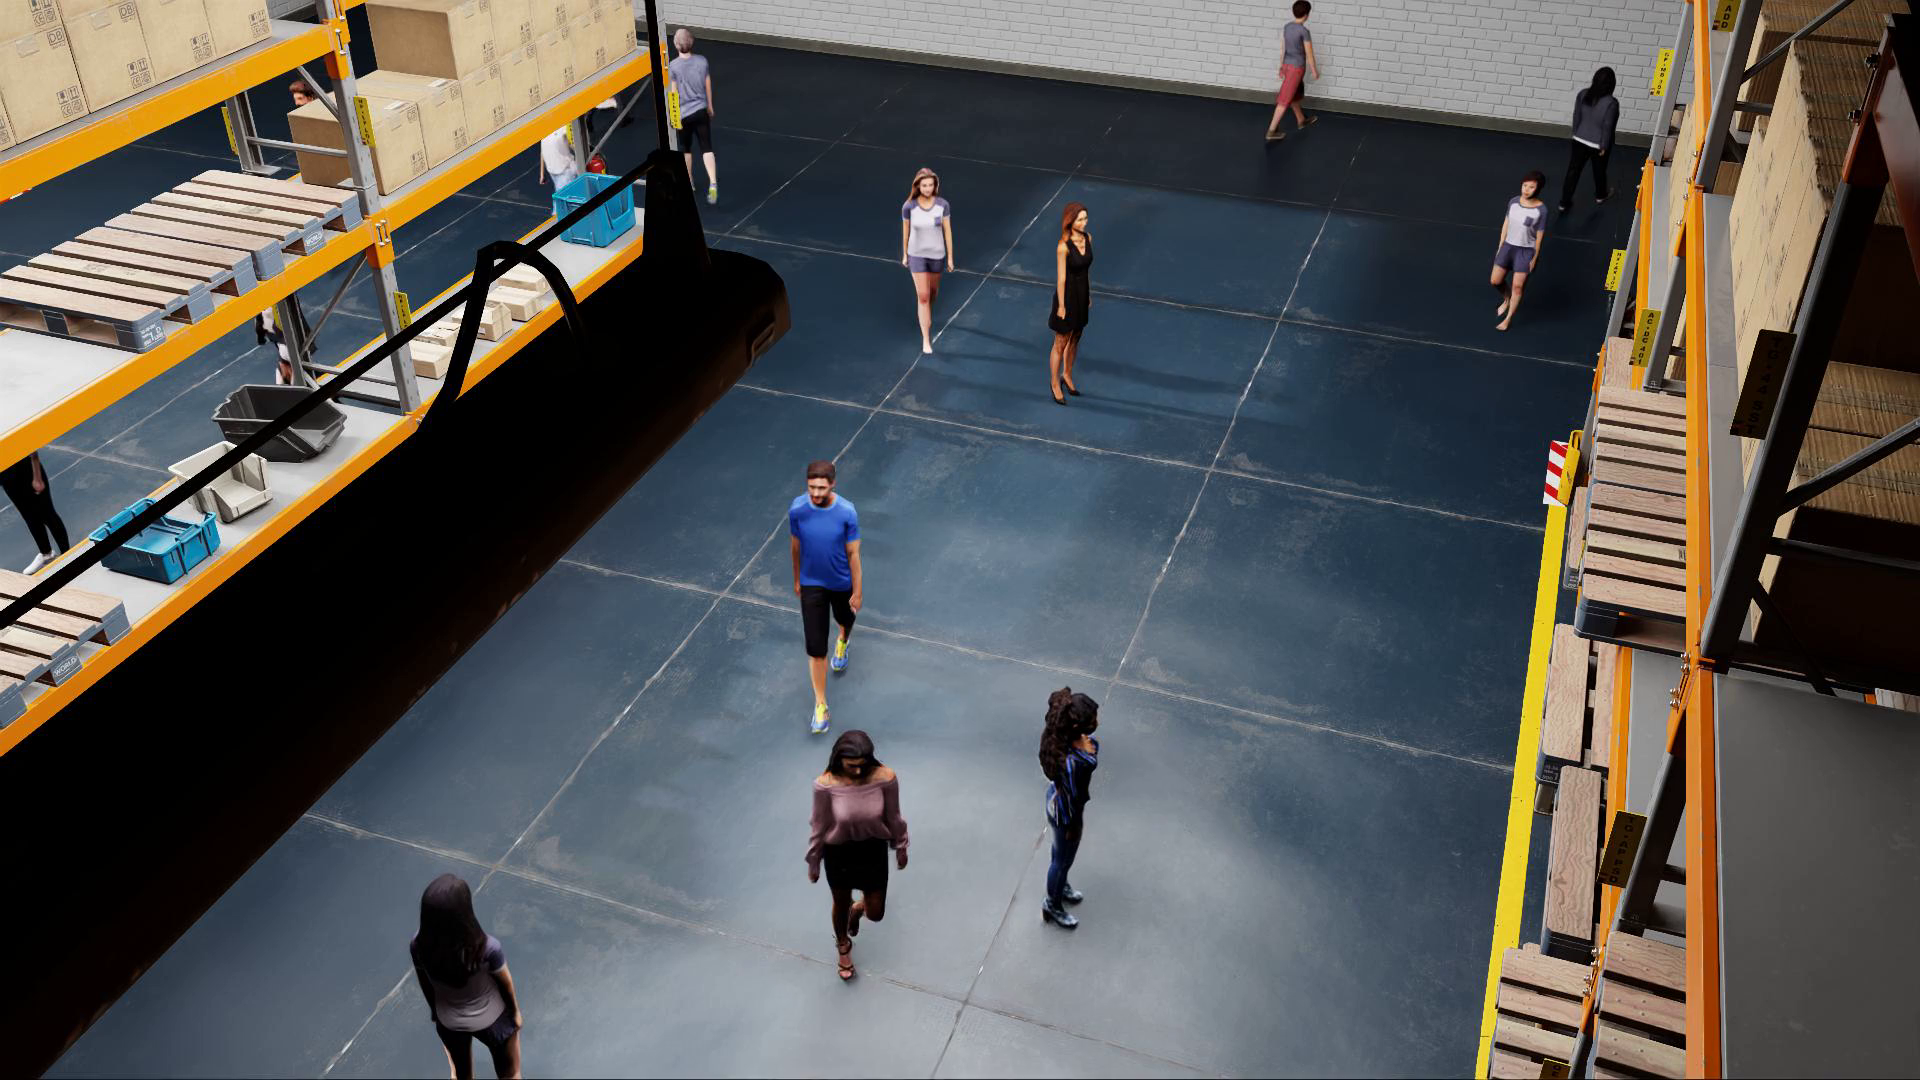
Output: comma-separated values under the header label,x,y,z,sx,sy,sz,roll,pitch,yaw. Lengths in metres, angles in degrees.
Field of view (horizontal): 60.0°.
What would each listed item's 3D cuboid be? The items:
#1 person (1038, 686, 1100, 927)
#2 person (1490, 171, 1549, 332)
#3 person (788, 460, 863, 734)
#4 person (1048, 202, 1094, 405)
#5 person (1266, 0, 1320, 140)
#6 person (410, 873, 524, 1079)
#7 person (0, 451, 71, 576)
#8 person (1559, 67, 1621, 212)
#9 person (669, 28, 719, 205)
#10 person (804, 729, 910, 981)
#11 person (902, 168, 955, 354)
label,x,y,z,sx,sy,sz,roll,pitch,yaw
person,0.602,1.476,9.251,0.720,1.621,0.566,3,34,5
person,5.302,-2.756,15.674,0.682,1.559,0.731,29,43,36
person,-0.846,0.239,10.931,0.895,1.820,1.328,2,34,3
person,0.964,-2.041,14.349,0.713,1.834,0.585,26,42,33
person,3.931,-5.571,19.860,1.099,1.612,1.033,-15,37,-22
person,-2.349,2.262,7.992,0.653,1.706,0.614,2,34,2
person,-6.833,-0.505,12.124,0.578,1.740,0.508,11,35,16
person,6.792,-4.300,17.995,1.112,1.561,0.967,-25,41,-32
person,-2.888,-4.601,18.179,1.125,1.858,1.235,-11,35,-17
person,-0.553,1.634,8.859,0.862,1.790,0.893,-2,34,-3
person,-0.310,-2.654,15.401,0.930,1.691,1.155,-4,34,-6
